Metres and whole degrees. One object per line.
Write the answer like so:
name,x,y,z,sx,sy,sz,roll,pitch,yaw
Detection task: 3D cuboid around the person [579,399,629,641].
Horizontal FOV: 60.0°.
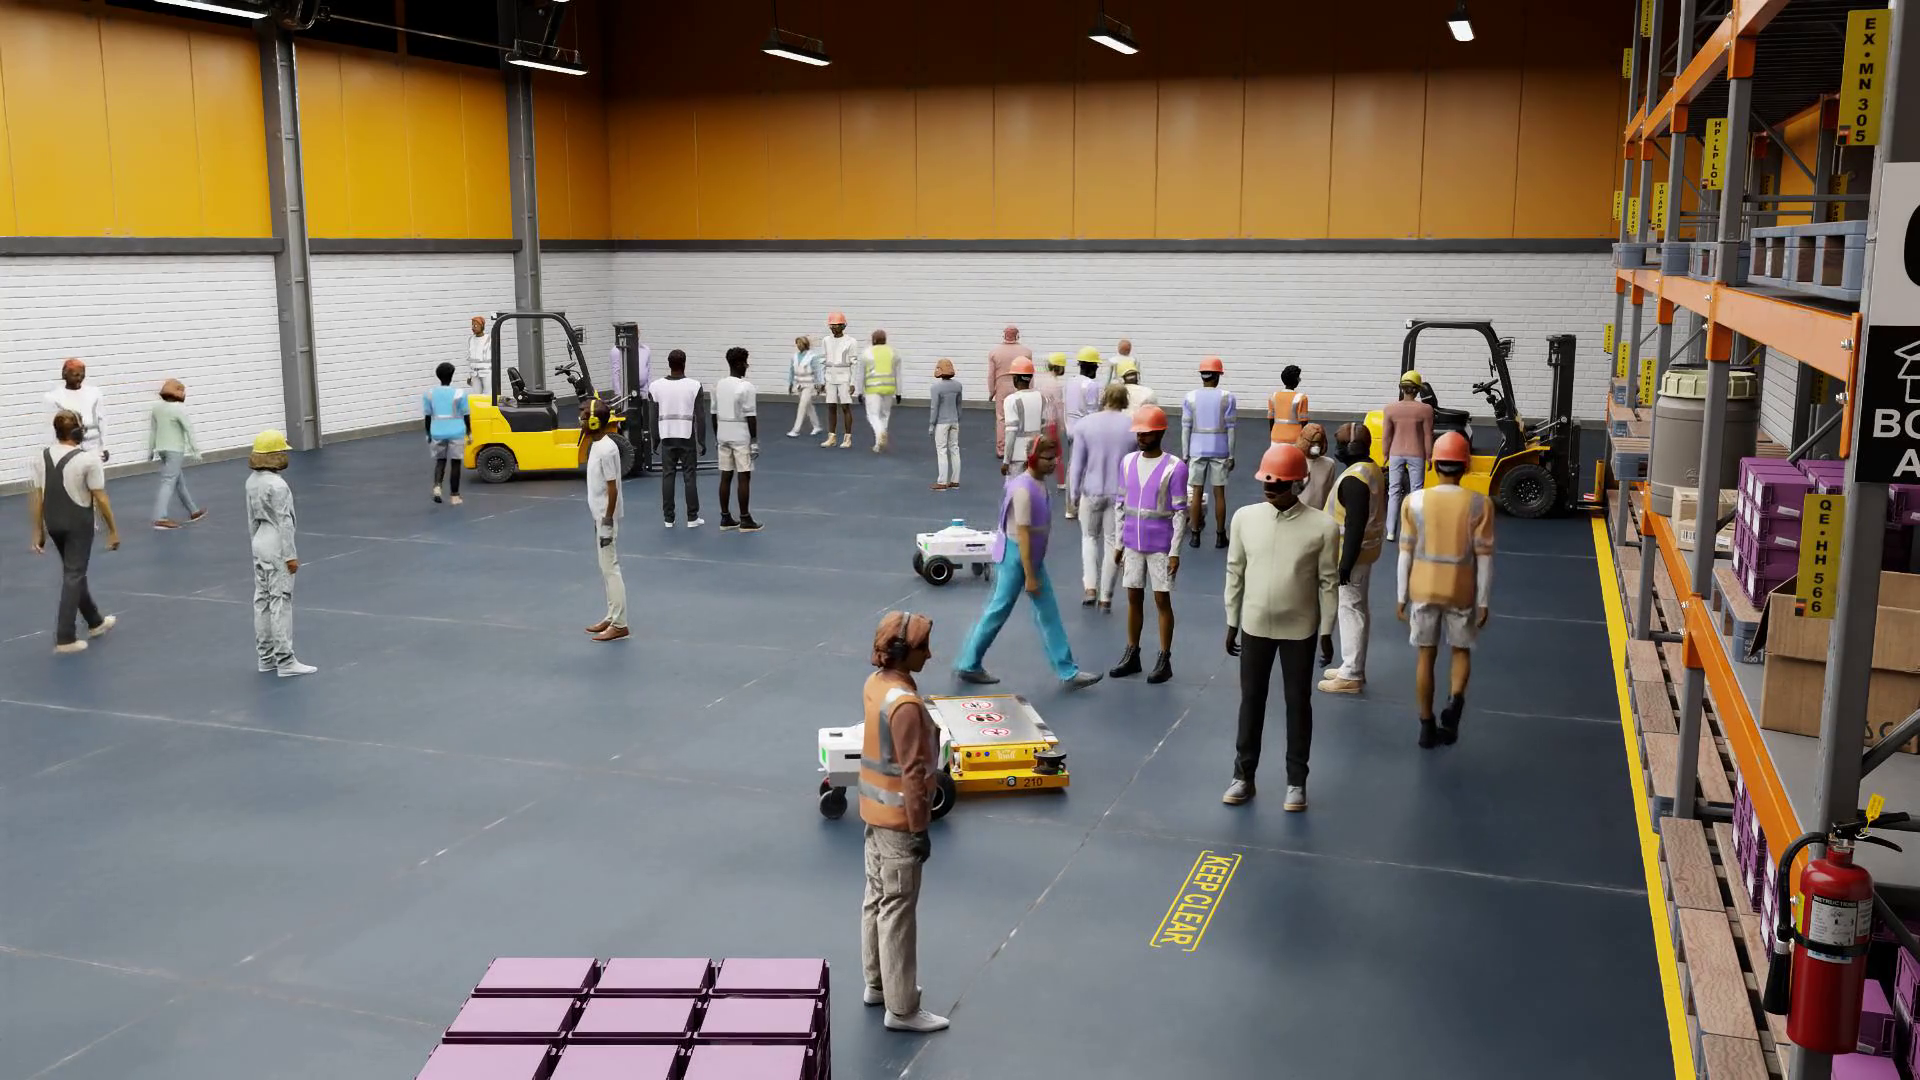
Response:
person,-2.742,-0.153,12.783,0.315,1.863,0.526,-3,11,-17

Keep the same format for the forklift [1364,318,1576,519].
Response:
forklift,5.787,-1.437,19.079,2.313,2.155,1.214,3,11,19

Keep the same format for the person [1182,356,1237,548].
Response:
person,2.495,-0.878,16.676,0.542,1.930,0.375,3,10,14

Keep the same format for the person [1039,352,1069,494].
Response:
person,1.211,-1.411,20.226,0.826,1.725,0.538,-3,11,-17

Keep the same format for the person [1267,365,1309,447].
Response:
person,3.688,-1.113,18.658,0.318,1.697,0.535,-10,14,-43

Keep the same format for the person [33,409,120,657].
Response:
person,-6.609,-0.081,12.538,0.528,1.800,0.908,2,10,10

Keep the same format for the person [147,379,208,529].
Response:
person,-8.467,-0.940,17.981,0.585,1.584,0.860,5,11,24

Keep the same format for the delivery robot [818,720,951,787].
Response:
delivery robot,-0.410,1.137,8.935,0.707,0.478,0.477,-1,10,-5

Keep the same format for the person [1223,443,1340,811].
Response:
person,1.716,0.466,8.936,0.613,1.991,0.392,4,11,24

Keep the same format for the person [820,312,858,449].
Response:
person,-1.819,-2.379,24.812,0.606,2.044,0.373,5,11,24

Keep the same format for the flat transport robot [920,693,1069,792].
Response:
flat transport robot,0.169,1.166,9.837,0.652,0.197,1.431,-2,10,-9

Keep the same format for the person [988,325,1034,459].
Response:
person,0.724,-2.101,23.630,0.646,1.907,0.401,1,10,6

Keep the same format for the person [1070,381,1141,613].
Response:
person,1.238,-0.359,13.792,0.664,1.912,0.515,1,10,3

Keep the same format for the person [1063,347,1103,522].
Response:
person,1.359,-1.160,18.281,0.384,1.924,0.589,-5,11,-28

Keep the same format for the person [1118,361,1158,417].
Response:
person,1.886,-1.046,18.067,0.624,1.771,0.774,2,10,12

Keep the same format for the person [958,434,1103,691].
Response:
person,0.445,0.162,11.305,1.026,1.778,0.566,4,11,20

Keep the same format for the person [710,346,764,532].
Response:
person,-2.373,-1.068,17.645,0.609,1.965,0.368,7,13,36

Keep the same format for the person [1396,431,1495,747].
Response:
person,2.884,0.320,9.933,0.555,1.923,0.600,3,11,19

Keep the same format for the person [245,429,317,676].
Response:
person,-4.829,0.088,11.758,0.483,1.745,0.301,9,13,40

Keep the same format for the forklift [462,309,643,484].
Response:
forklift,-5.354,-1.902,21.697,2.313,2.155,1.214,-2,10,-13

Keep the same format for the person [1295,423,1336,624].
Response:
person,2.767,-0.123,13.258,0.498,1.633,0.285,-4,11,-19

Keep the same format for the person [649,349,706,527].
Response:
person,-3.025,-1.086,17.877,0.598,1.917,0.378,1,10,3

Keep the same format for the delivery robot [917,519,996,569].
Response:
delivery robot,-0.016,0.052,15.044,0.707,0.478,0.477,-2,10,-13

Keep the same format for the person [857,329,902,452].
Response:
person,-1.133,-2.140,24.135,0.668,1.807,0.775,-4,11,-20

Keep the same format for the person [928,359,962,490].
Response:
person,-0.180,-1.429,20.614,0.499,1.633,0.285,-9,14,-42

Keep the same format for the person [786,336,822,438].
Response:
person,-2.470,-2.426,26.340,0.531,1.594,0.884,8,13,38

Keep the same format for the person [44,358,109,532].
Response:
person,-9.142,-0.951,17.252,0.609,1.869,0.423,-10,14,-44

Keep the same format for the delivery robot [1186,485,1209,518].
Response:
delivery robot,2.339,-0.427,17.742,0.477,0.478,0.707,-5,11,-27

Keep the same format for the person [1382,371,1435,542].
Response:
person,4.569,-0.844,16.972,0.523,1.760,0.327,5,11,26

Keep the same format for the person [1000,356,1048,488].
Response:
person,0.610,-0.845,16.466,0.551,1.936,0.357,-9,14,-43

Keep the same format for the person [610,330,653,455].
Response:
person,-4.693,-2.155,23.922,0.643,1.913,0.410,-9,13,-41

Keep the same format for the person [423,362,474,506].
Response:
person,-5.928,-1.221,19.298,0.539,1.686,0.360,0,10,2

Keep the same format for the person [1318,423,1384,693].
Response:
person,2.651,0.118,11.320,0.429,1.841,0.634,4,11,21

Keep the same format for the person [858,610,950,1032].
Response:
person,-0.238,1.081,6.465,0.312,1.638,0.512,-3,11,-19

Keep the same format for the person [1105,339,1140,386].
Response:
person,2.482,-2.254,25.330,0.513,1.606,0.805,0,10,-2

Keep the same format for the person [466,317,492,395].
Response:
person,-7.693,-2.648,26.772,0.583,1.882,0.337,4,11,23

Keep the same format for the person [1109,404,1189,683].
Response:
person,1.308,0.024,11.573,0.545,1.938,0.355,7,12,35
